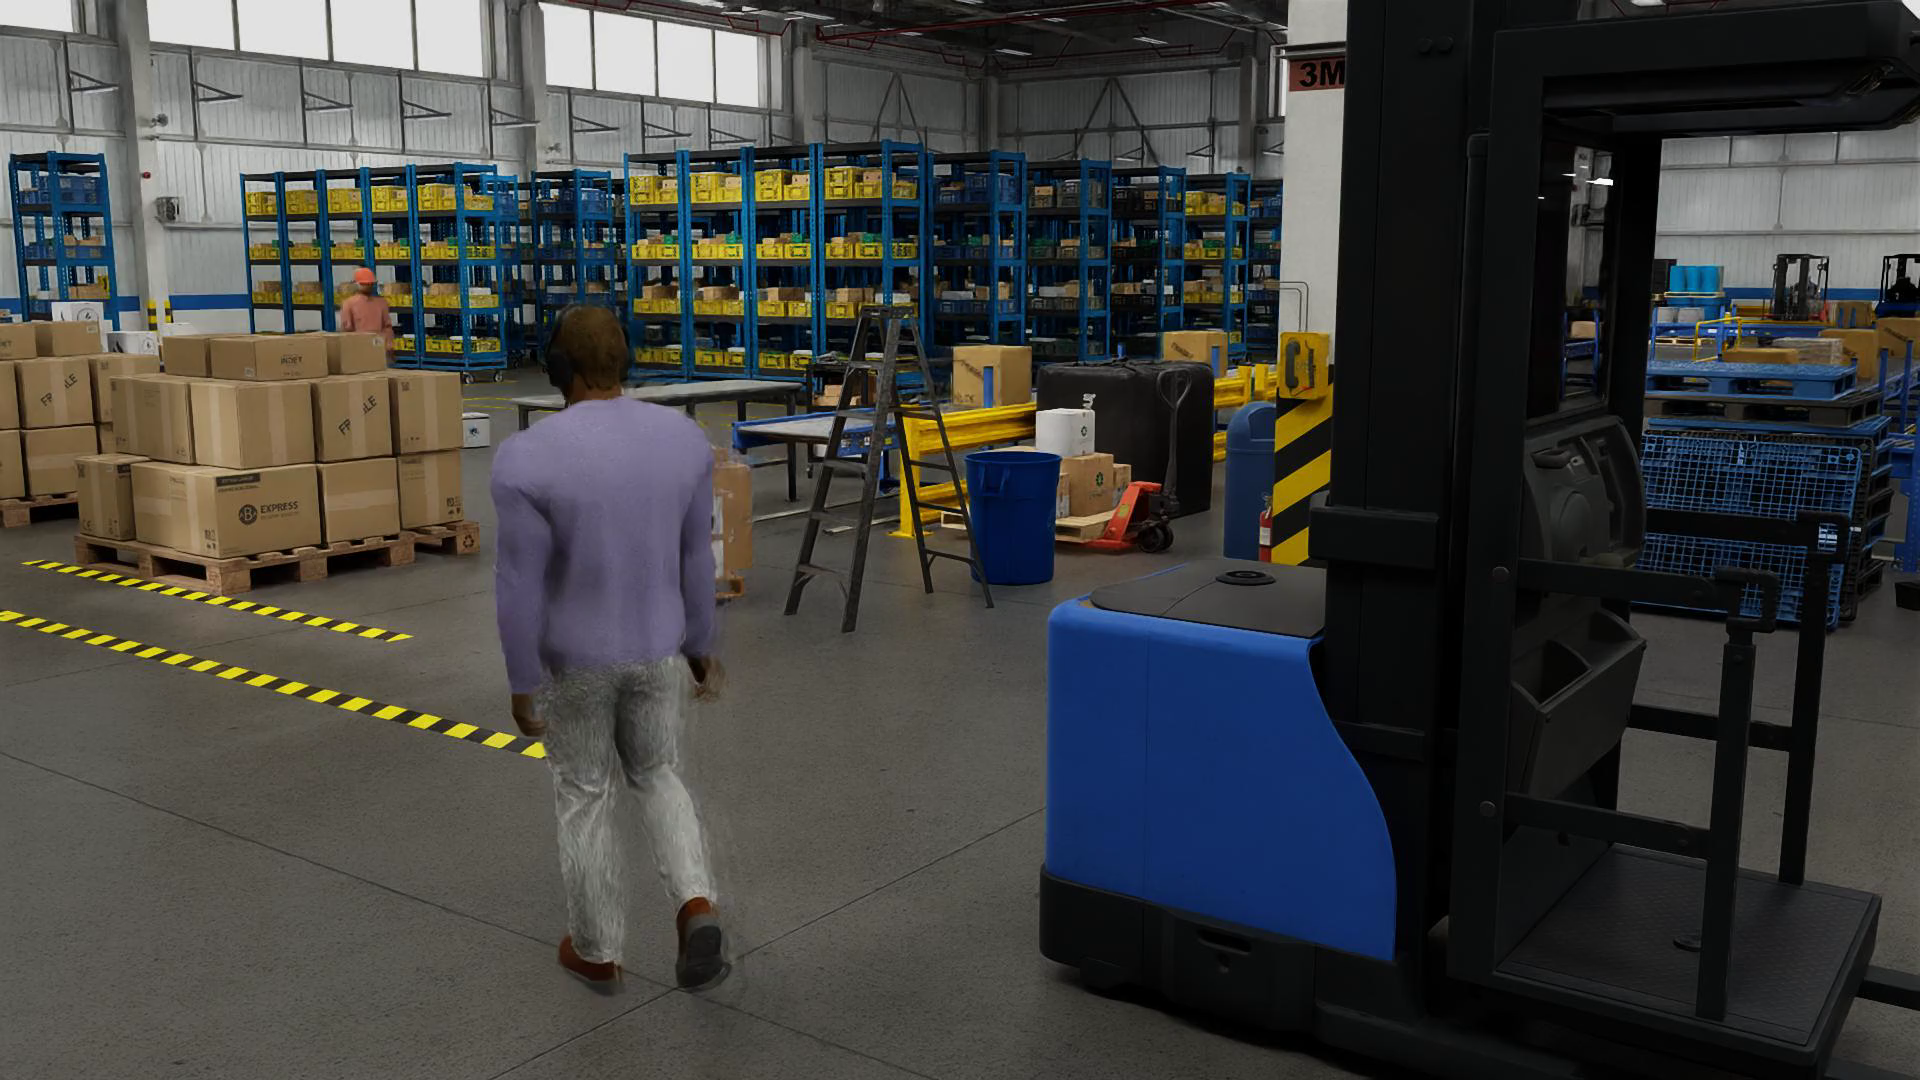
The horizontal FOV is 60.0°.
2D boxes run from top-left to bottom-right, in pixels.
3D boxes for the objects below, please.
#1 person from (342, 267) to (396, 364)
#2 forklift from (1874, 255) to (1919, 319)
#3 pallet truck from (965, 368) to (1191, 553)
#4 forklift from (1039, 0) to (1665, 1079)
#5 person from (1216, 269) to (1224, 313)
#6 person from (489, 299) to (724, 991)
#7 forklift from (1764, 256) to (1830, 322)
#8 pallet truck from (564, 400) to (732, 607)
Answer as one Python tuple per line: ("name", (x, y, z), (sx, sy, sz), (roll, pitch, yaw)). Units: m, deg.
("person", (-7.286, -2.352, 20.339), (0.945, 1.960, 0.609), (6, 12, 34))
("forklift", (22.089, -5.634, 38.796), (1.157, 1.987, 2.680), (6, 11, 33))
("pallet truck", (0.845, -0.609, 11.869), (1.630, 1.274, 0.653), (7, 12, 35))
("forklift", (1.249, -0.137, 4.360), (1.873, 2.768, 1.129), (7, 12, 35))
("person", (7.434, -6.743, 46.973), (0.572, 1.791, 0.986), (4, 10, 23))
("person", (-0.920, 0.322, 4.476), (0.645, 1.925, 0.614), (-7, 12, -35))
("forklift", (20.253, -5.854, 40.139), (1.157, 1.987, 2.680), (7, 12, 35))
("pallet truck", (-1.981, -0.274, 10.088), (0.680, 1.201, 1.601), (-5, 11, -28))
